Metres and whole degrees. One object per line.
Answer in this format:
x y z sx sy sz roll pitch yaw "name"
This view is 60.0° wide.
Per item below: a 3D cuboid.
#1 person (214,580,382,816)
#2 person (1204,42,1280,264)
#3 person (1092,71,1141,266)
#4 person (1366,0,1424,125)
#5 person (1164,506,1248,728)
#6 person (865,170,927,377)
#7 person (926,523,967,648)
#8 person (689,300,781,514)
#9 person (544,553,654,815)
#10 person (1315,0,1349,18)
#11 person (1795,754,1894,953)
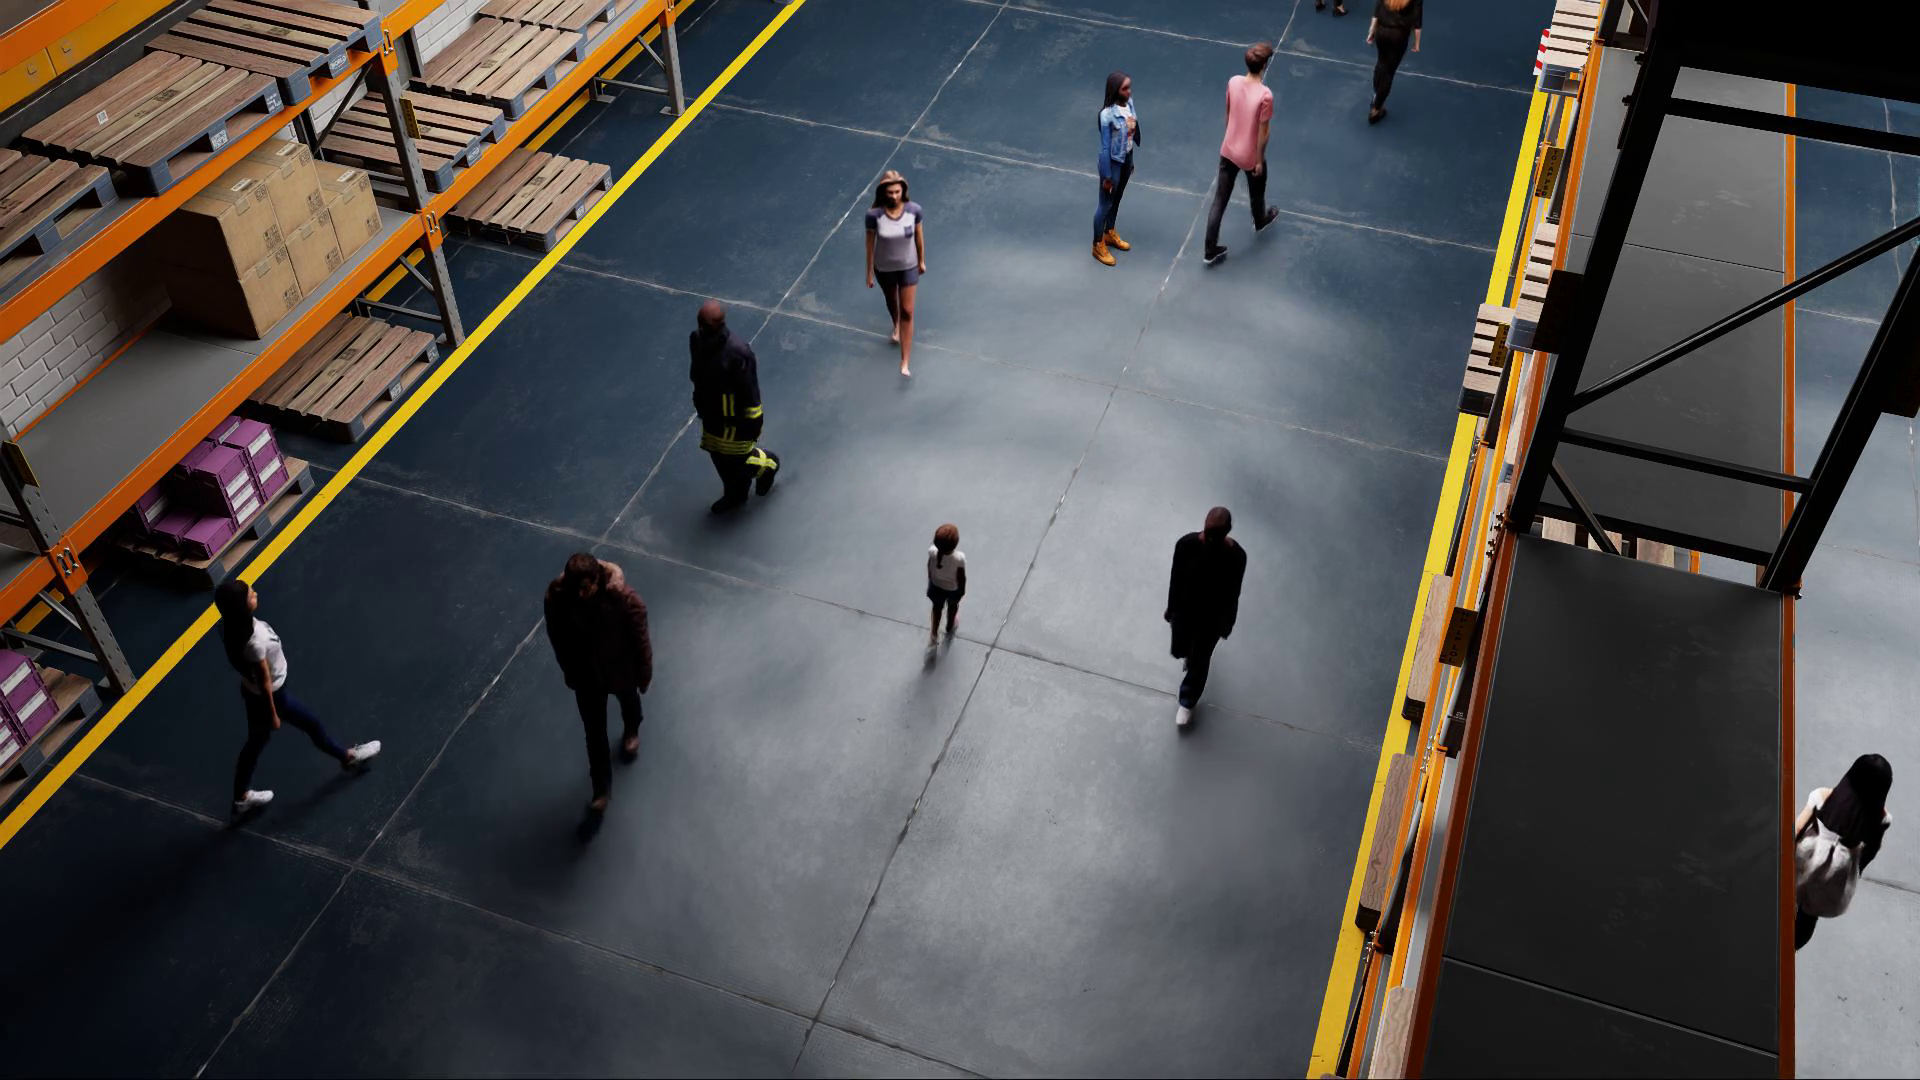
-4.143 0.966 9.743 1.245 1.729 0.996 -31 52 -29 "person"
2.307 -3.195 13.981 0.953 1.908 1.281 31 52 29 "person"
1.305 -3.178 14.104 0.705 1.713 0.528 24 49 23 "person"
4.052 -4.739 15.753 0.728 1.698 0.788 28 50 26 "person"
1.514 0.382 10.347 0.609 1.739 0.838 13 45 13 "person"
-0.507 -2.181 13.084 0.874 1.677 1.151 0 44 -1 "person"
-0.113 0.305 10.956 0.448 1.012 0.642 11 45 12 "person"
-1.578 -0.983 11.727 0.930 1.813 1.025 32 52 29 "person"
-2.112 0.685 9.980 1.015 1.807 1.212 -1 44 -1 "person"
3.982 -6.366 17.392 0.674 1.795 0.634 30 51 28 "person"
4.574 1.771 8.865 0.683 1.774 0.668 21 47 20 "person"
